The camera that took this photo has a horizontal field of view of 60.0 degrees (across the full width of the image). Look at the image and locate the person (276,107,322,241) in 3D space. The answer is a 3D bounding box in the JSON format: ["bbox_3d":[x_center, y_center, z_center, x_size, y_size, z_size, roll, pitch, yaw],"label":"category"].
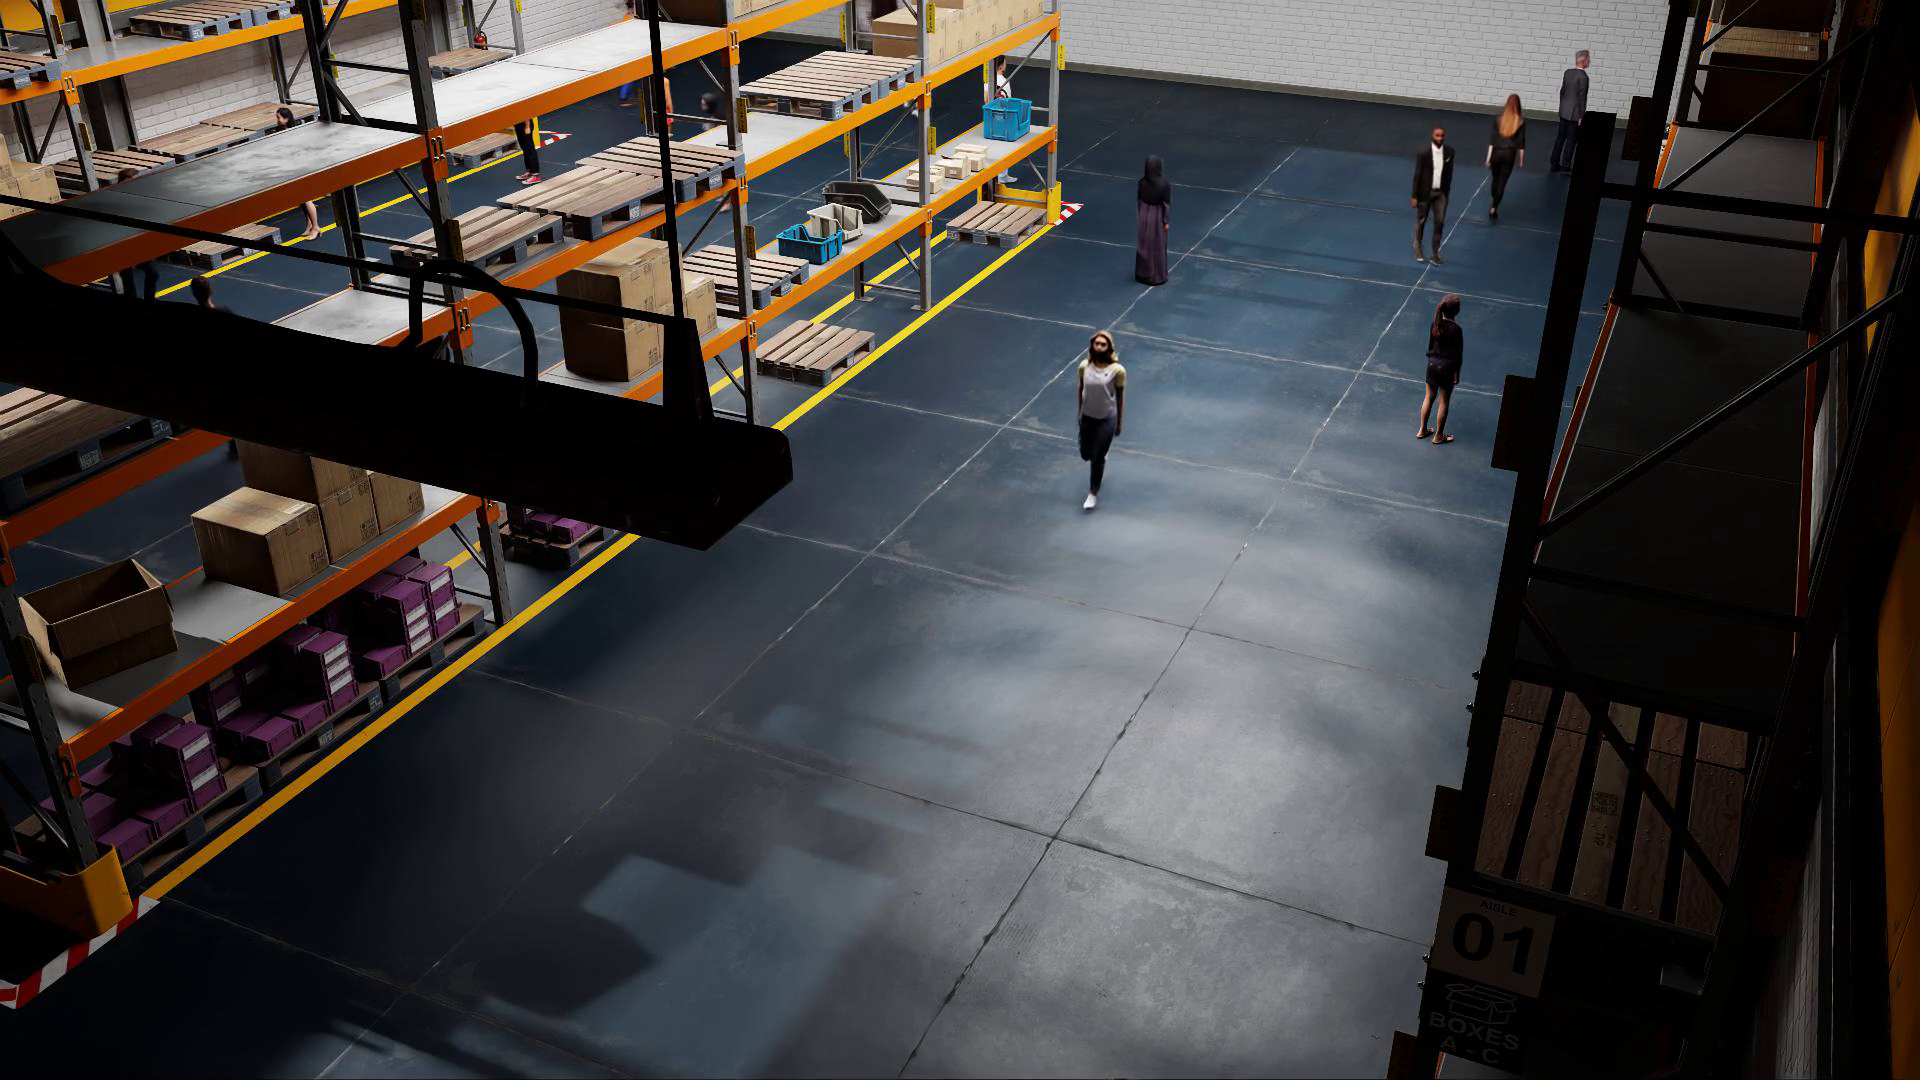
[{"bbox_3d":[-8.842,-4.890,22.190,0.799,1.769,0.776,-19,34,-30],"label":"person"}]

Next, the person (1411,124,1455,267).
[{"bbox_3d":[6.027,-4.467,21.397,0.919,1.786,0.997,-2,29,-4],"label":"person"}]

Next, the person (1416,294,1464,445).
[{"bbox_3d":[4.812,-1.721,16.603,0.661,1.556,0.626,-21,35,-34],"label":"person"}]

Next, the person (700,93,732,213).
[{"bbox_3d":[-3.377,-5.425,23.267,0.880,1.676,0.790,0,29,0],"label":"person"}]

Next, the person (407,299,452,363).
[{"bbox_3d":[-5.040,-1.479,15.864,0.632,1.838,0.545,12,31,21],"label":"person"}]

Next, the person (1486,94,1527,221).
[{"bbox_3d":[7.476,-5.231,22.924,0.652,1.664,1.151,15,32,25],"label":"person"}]

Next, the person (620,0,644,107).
[{"bbox_3d":[-5.676,-8.342,28.479,1.097,1.806,1.063,-10,30,-18],"label":"person"}]

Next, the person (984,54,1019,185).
[{"bbox_3d":[0.578,-6.203,24.496,0.723,1.867,0.753,-22,36,-35],"label":"person"}]

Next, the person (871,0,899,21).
[{"bbox_3d":[-1.433,-9.733,30.976,0.828,1.857,0.911,-17,33,-28],"label":"person"}]

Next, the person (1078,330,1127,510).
[{"bbox_3d":[1.312,-1.145,15.386,0.638,1.710,0.872,11,30,19],"label":"person"}]

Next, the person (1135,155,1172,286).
[{"bbox_3d":[2.397,-4.000,20.719,0.631,1.615,0.615,16,33,27],"label":"person"}]

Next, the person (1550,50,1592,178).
[{"bbox_3d":[9.173,-6.407,24.899,0.860,1.837,0.778,-8,30,-14],"label":"person"}]

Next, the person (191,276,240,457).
[{"bbox_3d":[-7.152,-1.643,16.153,0.856,1.851,0.912,-16,32,-26],"label":"person"}]
